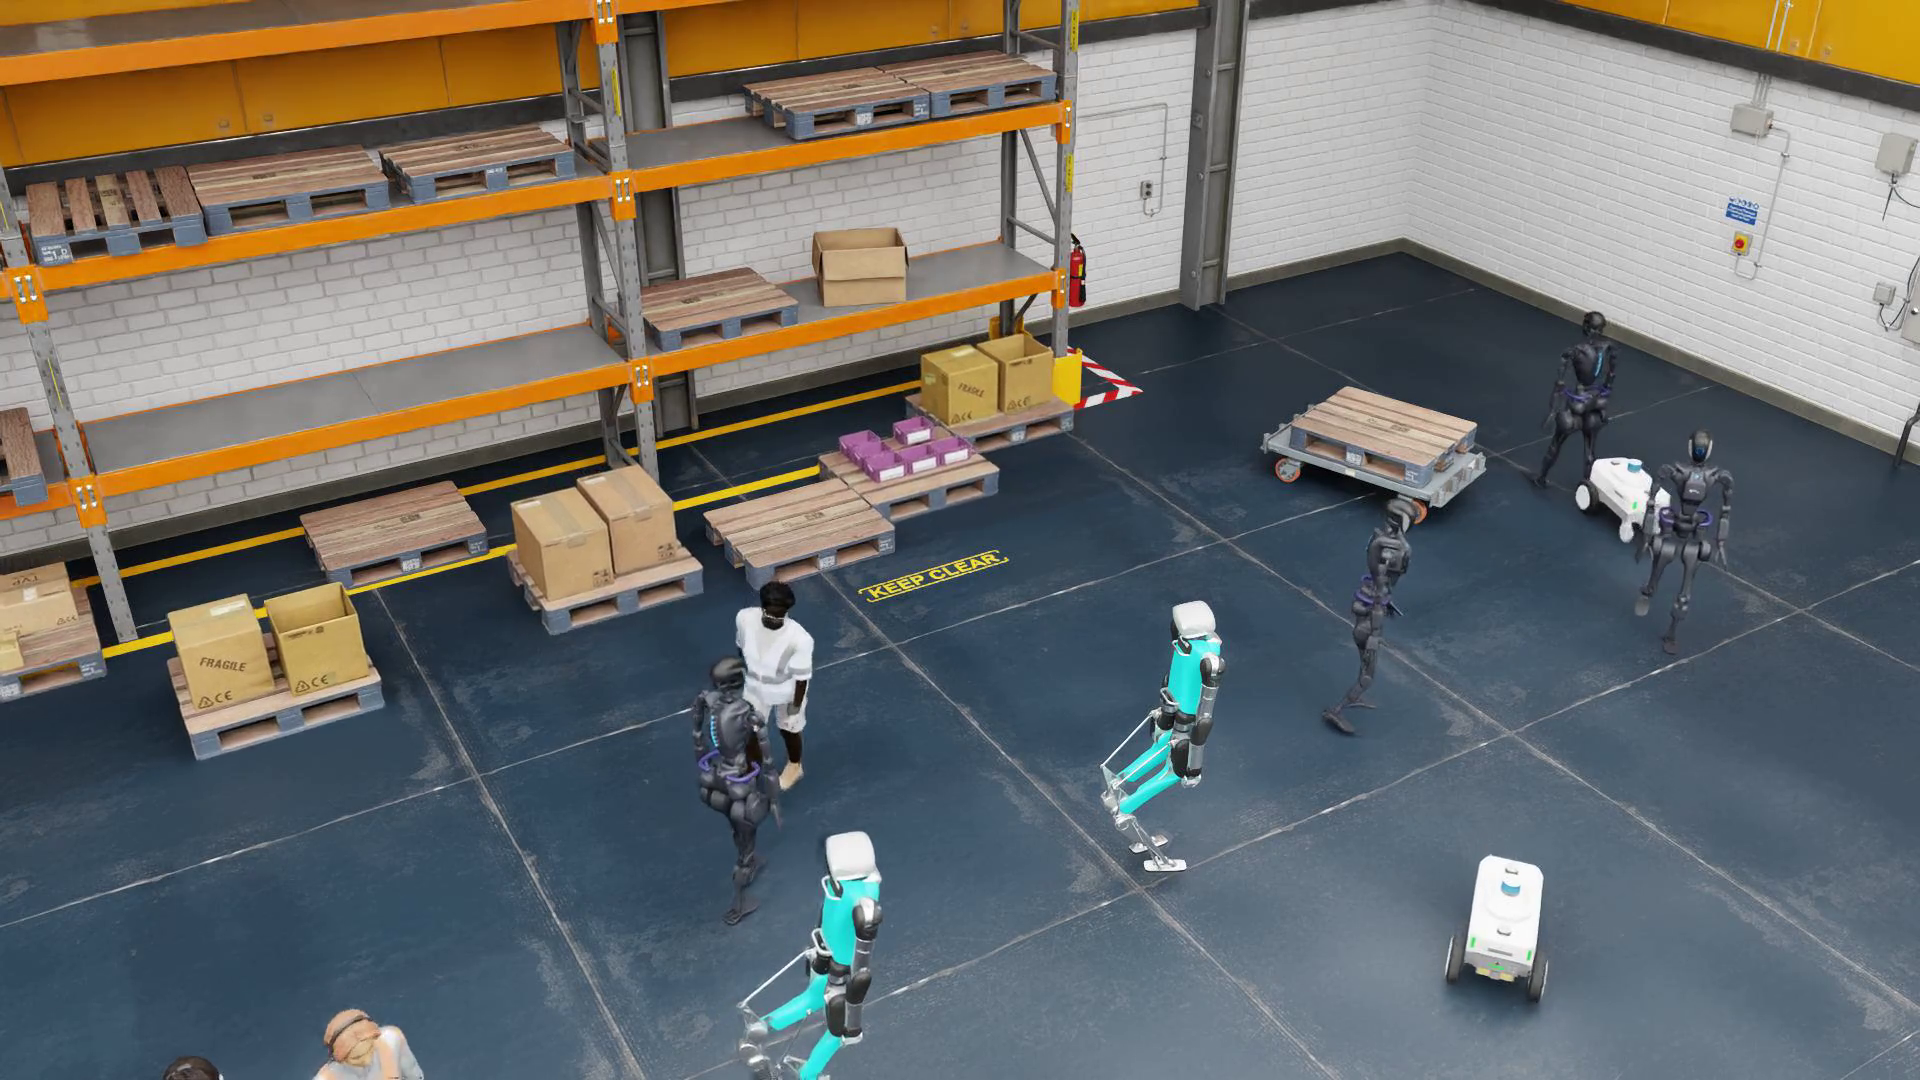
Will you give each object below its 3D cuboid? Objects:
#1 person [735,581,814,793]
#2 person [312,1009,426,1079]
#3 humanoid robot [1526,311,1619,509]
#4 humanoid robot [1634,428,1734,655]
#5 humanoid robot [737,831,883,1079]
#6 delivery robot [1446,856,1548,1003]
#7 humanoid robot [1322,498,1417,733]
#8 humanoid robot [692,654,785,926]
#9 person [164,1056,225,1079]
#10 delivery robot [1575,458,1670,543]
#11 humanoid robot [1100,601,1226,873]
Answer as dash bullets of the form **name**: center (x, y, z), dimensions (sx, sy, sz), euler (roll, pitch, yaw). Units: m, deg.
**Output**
- **person**: center (-1.139, 0.937, 9.898), dimensions (0.568, 1.653, 0.758), euler (10, 31, 17)
- **person**: center (-2.464, 2.575, 7.061), dimensions (0.844, 1.587, 0.533), euler (13, 32, 21)
- **humanoid robot**: center (5.040, -1.078, 13.492), dimensions (0.586, 1.644, 0.635), euler (-8, 30, -14)
- **humanoid robot**: center (5.060, -0.032, 11.616), dimensions (0.599, 1.640, 0.581), euler (8, 30, 13)
- **humanoid robot**: center (-0.698, 2.135, 7.700), dimensions (0.956, 1.744, 0.544), euler (-11, 31, -18)
- **delivery robot**: center (2.936, 2.087, 8.995), dimensions (0.499, 0.601, 0.775), euler (10, 31, 18)
- **humanoid robot**: center (2.648, 0.462, 10.733), dimensions (0.405, 1.644, 0.584), euler (10, 31, 18)
- **humanoid robot**: center (-1.214, 1.337, 9.184), dimensions (0.610, 1.639, 0.572), euler (18, 34, 29)
- **person**: center (-2.794, 2.749, 6.473), dimensions (0.542, 1.878, 0.407), euler (-14, 32, -23)
- **delivery robot**: center (5.345, -0.365, 13.350), dimensions (0.499, 0.614, 0.802), euler (-5, 30, -9)
- **humanoid robot**: center (1.062, 1.138, 9.332), dimensions (0.735, 1.677, 0.533), euler (-8, 30, -14)
